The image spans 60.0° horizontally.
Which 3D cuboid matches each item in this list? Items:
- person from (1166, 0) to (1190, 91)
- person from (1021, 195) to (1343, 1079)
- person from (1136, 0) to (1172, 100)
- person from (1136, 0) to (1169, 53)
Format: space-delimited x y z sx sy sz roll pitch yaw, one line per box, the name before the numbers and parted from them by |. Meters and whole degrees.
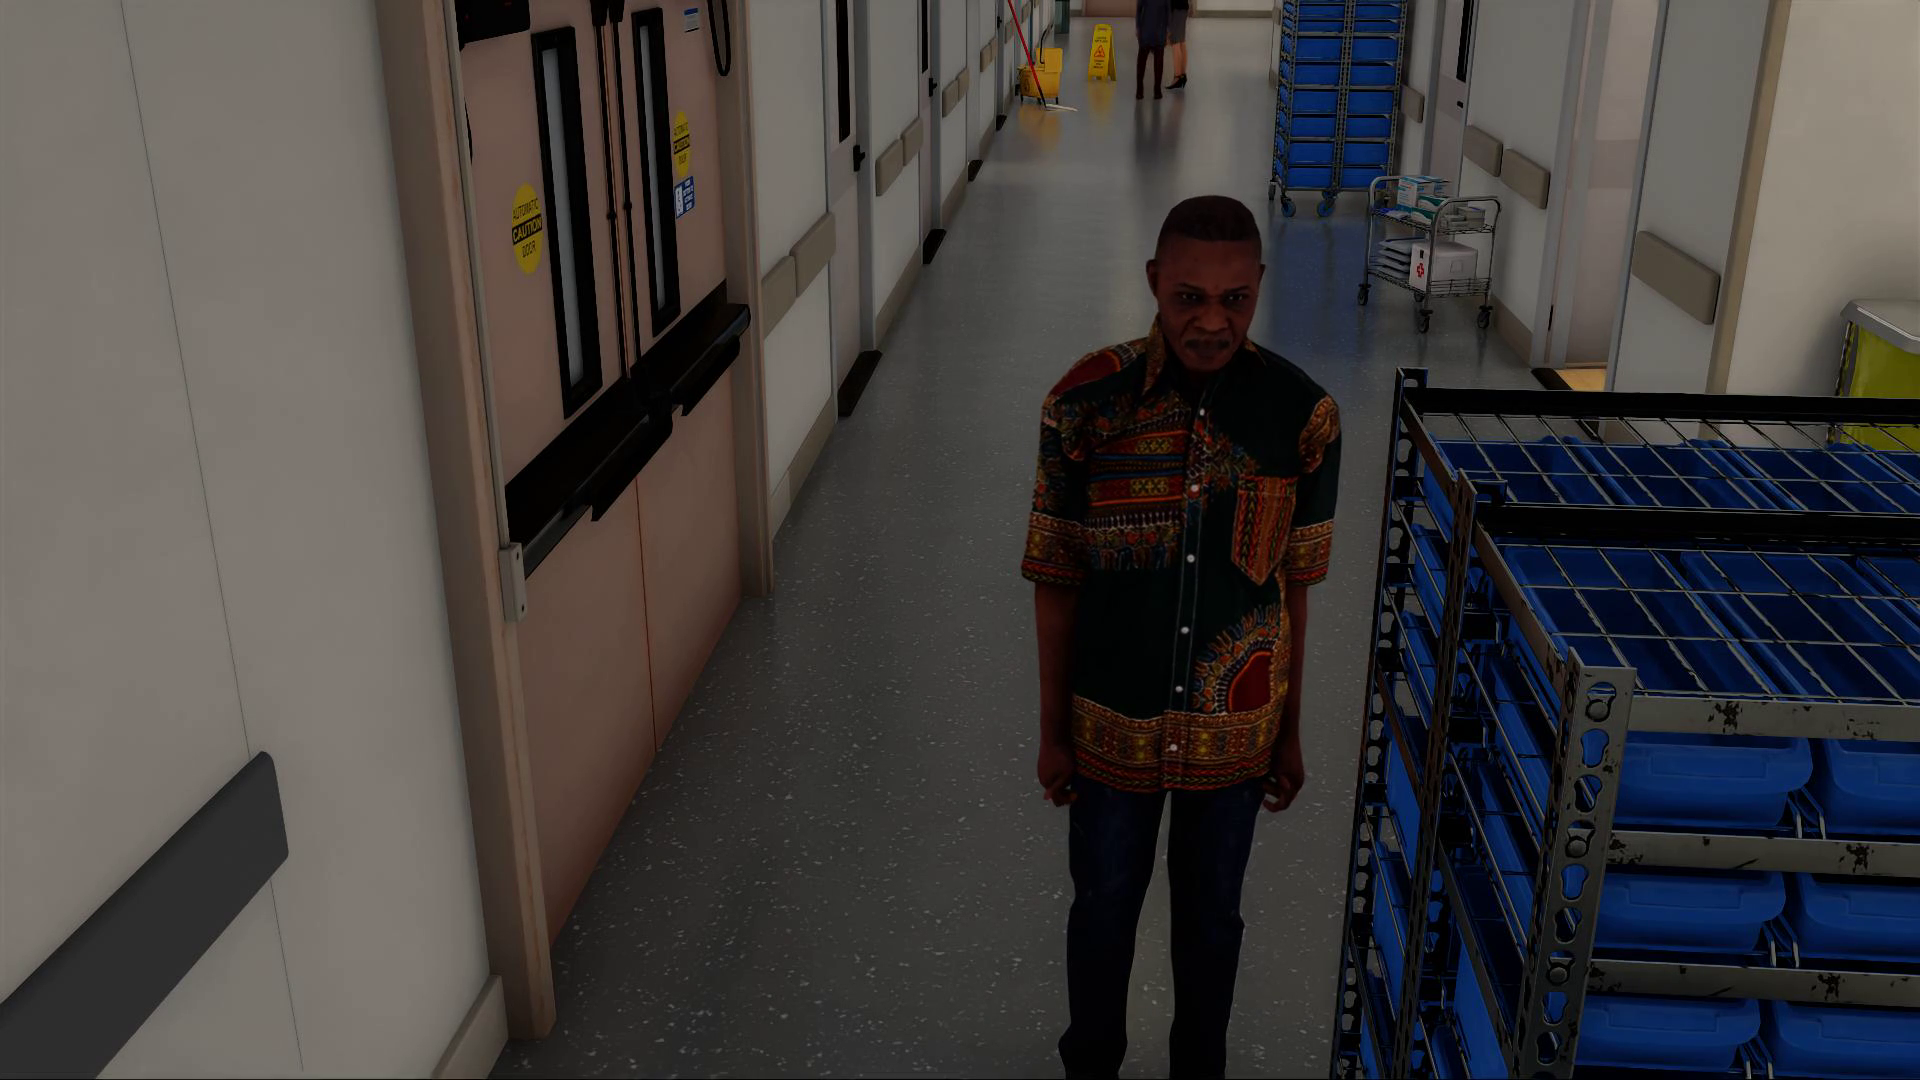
person | 2.878 -6.911 21.986 0.755 1.842 0.627 12 24 28
person | 0.378 0.288 2.970 0.705 1.808 0.662 0 21 1
person | 2.424 -6.429 20.900 0.592 1.710 0.513 1 21 2
person | 3.189 -8.875 27.504 0.858 1.607 1.241 4 21 11
